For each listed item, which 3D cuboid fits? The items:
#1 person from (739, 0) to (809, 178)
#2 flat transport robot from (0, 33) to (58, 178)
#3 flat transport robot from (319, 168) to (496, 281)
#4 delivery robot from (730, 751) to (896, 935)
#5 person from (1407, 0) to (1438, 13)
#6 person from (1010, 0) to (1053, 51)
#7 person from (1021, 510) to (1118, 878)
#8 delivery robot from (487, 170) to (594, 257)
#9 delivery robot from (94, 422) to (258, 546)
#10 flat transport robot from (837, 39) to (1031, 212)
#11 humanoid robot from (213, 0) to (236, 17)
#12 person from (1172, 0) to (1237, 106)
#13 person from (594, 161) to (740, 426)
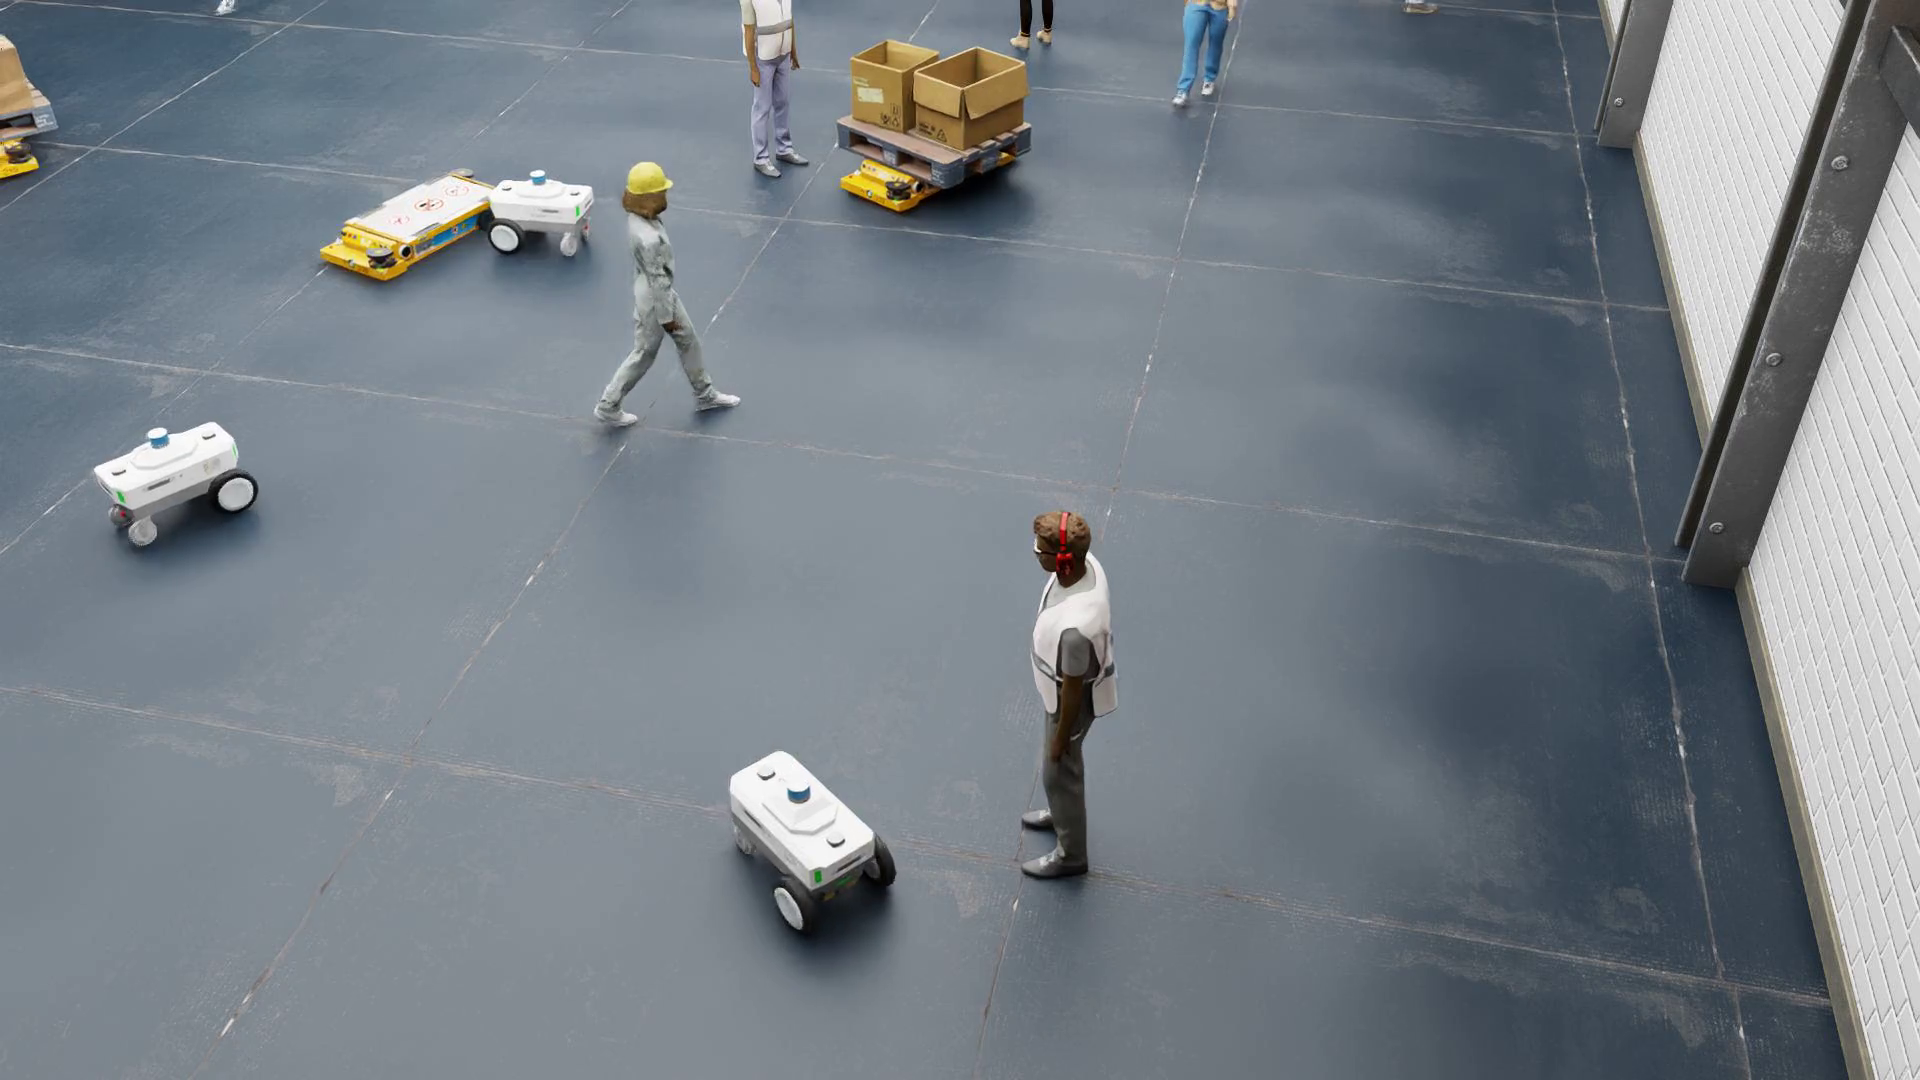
[{"bbox_3d":[-1.475,-3.755,12.939,0.396,1.836,0.558,23,42,27],"label":"person"},{"bbox_3d":[-8.083,-3.244,13.559,0.659,0.231,1.431,-26,44,-31],"label":"flat transport robot"},{"bbox_3d":[-3.990,-2.363,12.380,0.659,0.231,1.431,20,41,25],"label":"flat transport robot"},{"bbox_3d":[-0.679,1.286,7.265,0.499,0.602,0.801,-27,44,-31],"label":"delivery robot"},{"bbox_3d":[4.563,-5.981,15.878,0.432,1.870,0.593,-1,37,-1],"label":"person"},{"bbox_3d":[0.669,-5.335,15.162,0.529,1.697,0.321,-19,41,-23],"label":"person"},{"bbox_3d":[0.471,0.652,7.044,0.394,1.830,0.571,1,37,2],"label":"person"},{"bbox_3d":[-3.069,-2.422,12.203,0.735,0.573,0.511,5,37,7],"label":"delivery robot"},{"bbox_3d":[-4.467,-0.370,9.476,0.779,0.597,0.499,-30,46,-34],"label":"delivery robot"},{"bbox_3d":[-0.213,-3.005,13.239,0.659,0.231,1.431,29,46,33],"label":"flat transport robot"},{"bbox_3d":[-7.010,-5.988,16.048,0.542,1.767,1.037,15,39,19],"label":"humanoid robot"},{"bbox_3d":[2.099,-4.519,14.073,0.498,1.697,0.815,10,38,14],"label":"person"},{"bbox_3d":[-1.852,-1.459,9.963,0.881,1.700,0.488,-7,37,-10],"label":"person"}]
